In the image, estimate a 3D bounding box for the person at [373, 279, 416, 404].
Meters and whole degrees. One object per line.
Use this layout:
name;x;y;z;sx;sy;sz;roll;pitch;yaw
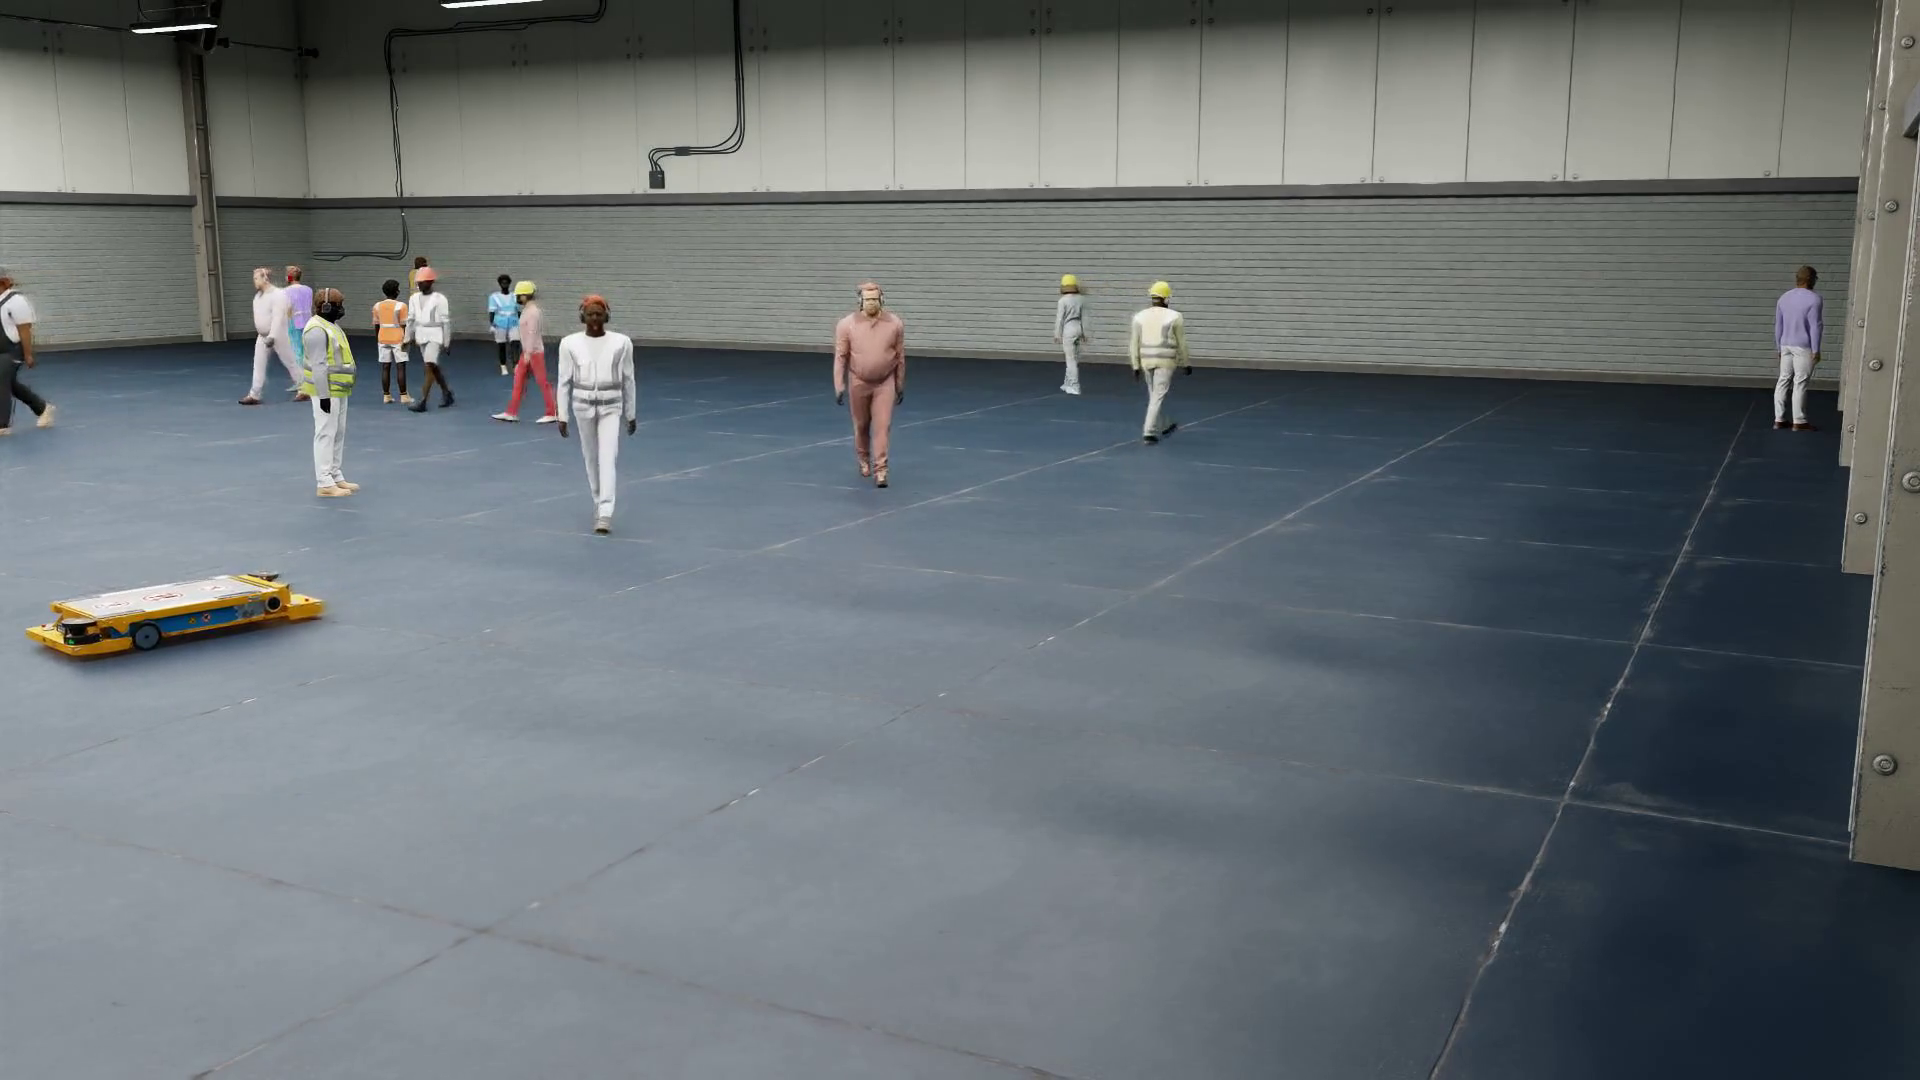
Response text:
person;-7.731;-2.696;22.680;0.536;1.696;0.321;3;11;15

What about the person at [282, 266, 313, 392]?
person;-9.718;-3.095;24.444;0.389;1.850;0.566;4;11;19

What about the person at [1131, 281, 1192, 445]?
person;2.255;-1.972;18.488;0.588;1.778;0.937;8;13;37

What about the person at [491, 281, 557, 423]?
person;-5.323;-2.265;20.218;0.840;1.726;0.557;-6;12;-29

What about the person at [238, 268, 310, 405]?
person;-9.409;-2.781;22.759;0.645;1.852;1.034;6;12;28

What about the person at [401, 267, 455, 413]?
person;-6.976;-2.643;21.904;0.563;1.894;1.013;4;11;22

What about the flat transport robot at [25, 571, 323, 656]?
flat transport robot;-4.539;0.407;9.655;0.652;0.197;1.431;9;14;40

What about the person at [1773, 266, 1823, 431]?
person;9.882;-2.252;19.604;0.374;1.941;0.627;-3;11;-18

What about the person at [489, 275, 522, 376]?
person;-7.366;-3.473;27.031;0.550;1.641;0.882;-5;11;-24

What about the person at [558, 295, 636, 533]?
person;-2.863;-1.009;13.133;0.589;1.832;1.014;-1;10;-7

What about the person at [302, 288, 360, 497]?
person;-5.562;-1.300;14.719;0.430;1.838;0.632;-1;10;-5

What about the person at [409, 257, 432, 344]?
person;-11.314;-5.025;34.991;0.429;1.842;0.634;-9;14;-40

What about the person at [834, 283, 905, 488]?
person;-0.843;-1.463;15.517;0.657;1.865;0.979;-1;10;-5

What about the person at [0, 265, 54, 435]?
person;-11.044;-2.256;19.344;0.676;2.000;0.930;6;12;30

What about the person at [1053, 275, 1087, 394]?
person;1.556;-3.007;24.310;0.513;1.715;0.728;-8;13;-38
